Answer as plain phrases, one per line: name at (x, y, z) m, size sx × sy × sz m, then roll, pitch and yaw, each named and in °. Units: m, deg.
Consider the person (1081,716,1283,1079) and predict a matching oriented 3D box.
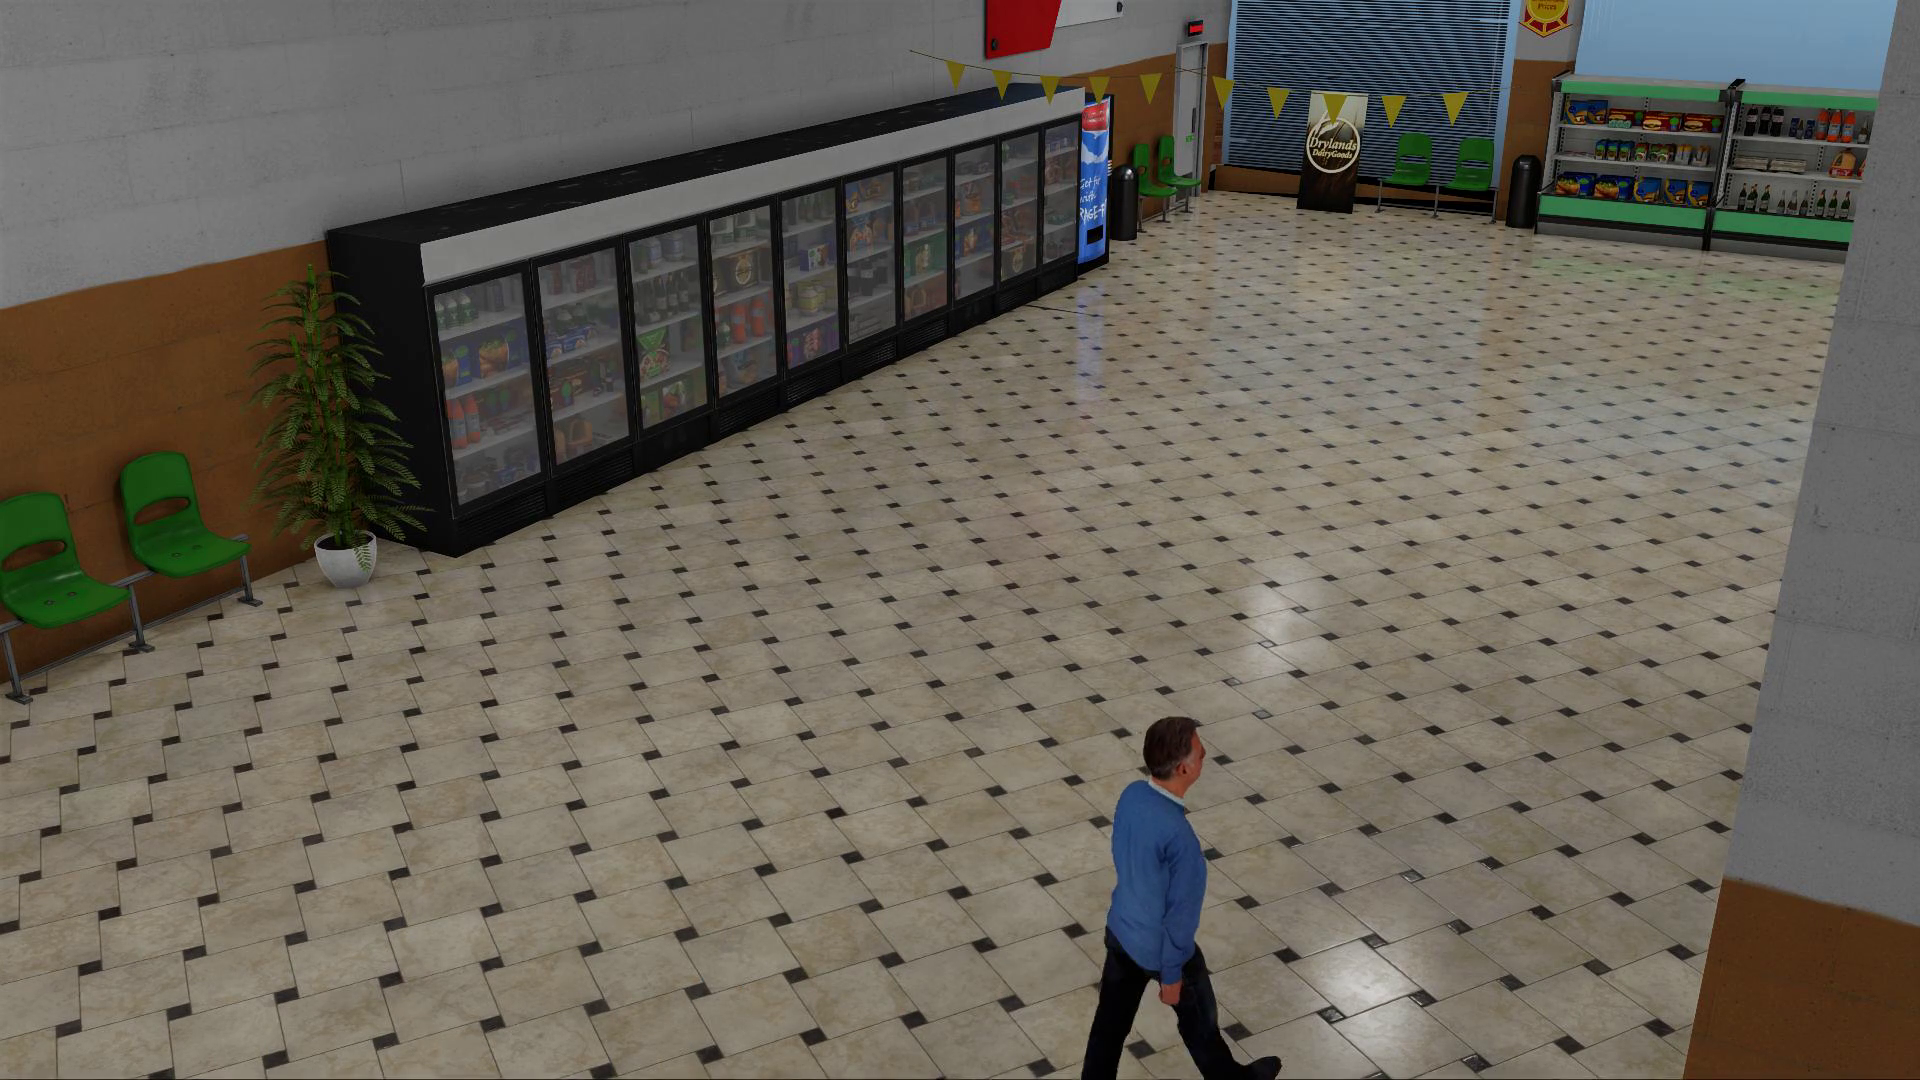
person at (0.649, 1.514, 6.259) m, size 1.129 × 1.782 × 1.149 m, roll -10°, pitch 24°, yaw -23°
